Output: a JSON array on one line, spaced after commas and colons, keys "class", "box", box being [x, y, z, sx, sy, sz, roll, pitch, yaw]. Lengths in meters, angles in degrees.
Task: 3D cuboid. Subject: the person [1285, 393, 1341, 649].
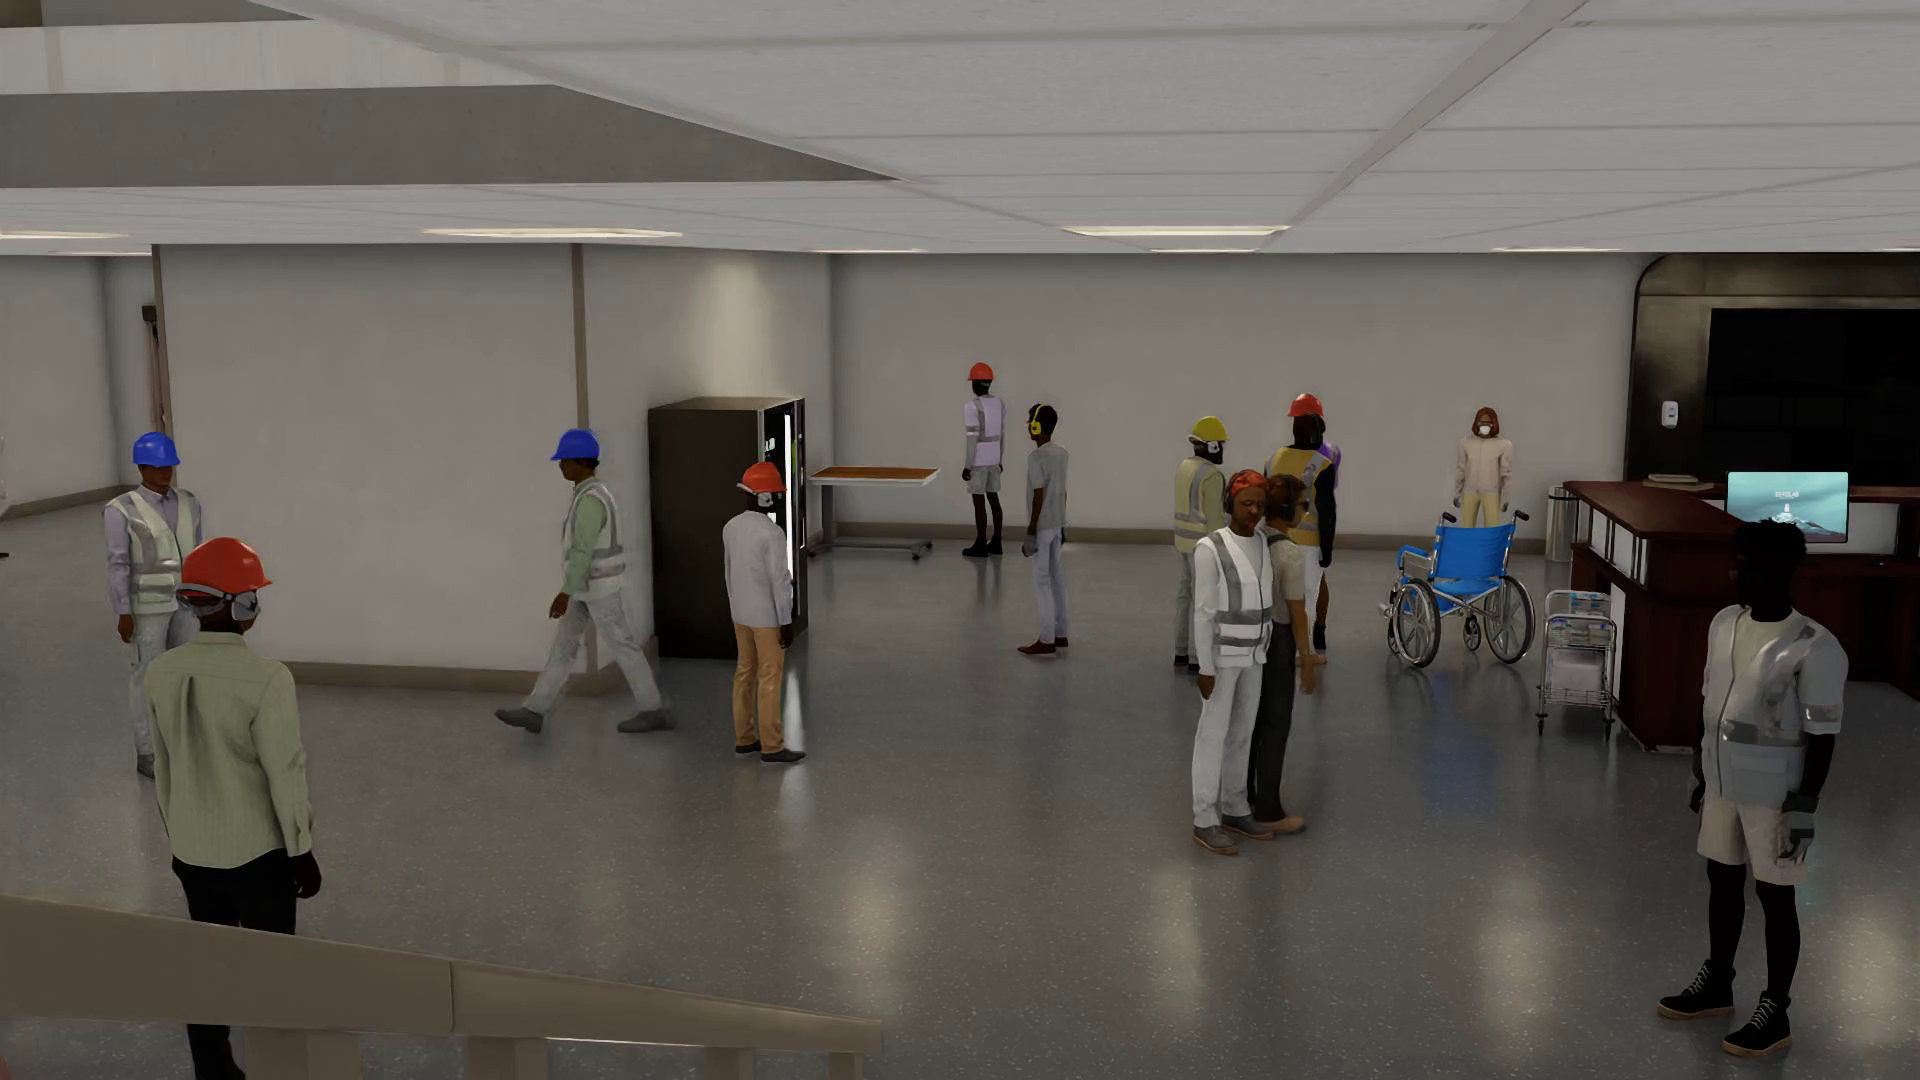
[{"class": "person", "box": [2.562, -0.123, 12.419, 0.544, 1.939, 0.355, -5, 11, -29]}]

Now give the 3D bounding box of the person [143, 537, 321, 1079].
[{"class": "person", "box": [-2.375, 0.980, 5.482, 0.616, 1.989, 0.400, 4, 10, 23]}]

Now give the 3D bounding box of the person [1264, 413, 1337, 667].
[{"class": "person", "box": [2.469, -0.001, 12.018, 0.433, 1.836, 0.617, -7, 11, -37]}]

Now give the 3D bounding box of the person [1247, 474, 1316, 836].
[{"class": "person", "box": [1.575, 0.581, 8.390, 0.356, 1.836, 0.511, -3, 10, -20]}]

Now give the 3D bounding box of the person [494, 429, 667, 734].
[{"class": "person", "box": [-2.297, 0.274, 10.117, 1.041, 1.888, 0.609, -3, 10, -19]}]

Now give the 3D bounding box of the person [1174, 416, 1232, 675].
[{"class": "person", "box": [1.724, 0.039, 11.784, 0.404, 1.826, 0.593, -3, 10, -16]}]

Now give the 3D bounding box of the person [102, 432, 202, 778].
[{"class": "person", "box": [-4.516, 0.355, 9.434, 0.392, 1.946, 0.616, 5, 10, 26]}]

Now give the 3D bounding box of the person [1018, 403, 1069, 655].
[{"class": "person", "box": [0.625, -0.076, 12.342, 0.309, 1.868, 0.534, 6, 11, 32]}]

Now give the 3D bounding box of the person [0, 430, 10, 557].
[{"class": "person", "box": [-9.579, -0.733, 16.309, 0.408, 1.895, 0.648, -7, 12, -38]}]

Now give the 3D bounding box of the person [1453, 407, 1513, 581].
[{"class": "person", "box": [4.732, -0.394, 15.070, 0.504, 1.628, 0.285, 5, 11, 30]}]

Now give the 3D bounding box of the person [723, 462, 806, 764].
[{"class": "person", "box": [-1.139, 0.419, 9.643, 0.330, 1.751, 0.564, -8, 12, -42]}]

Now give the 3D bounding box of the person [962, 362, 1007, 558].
[{"class": "person", "box": [0.214, -0.796, 16.570, 0.370, 1.935, 0.552, 8, 12, 42]}]

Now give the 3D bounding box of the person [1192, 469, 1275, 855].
[{"class": "person", "box": [1.368, 0.587, 8.212, 0.575, 1.882, 0.360, -8, 12, -41]}]

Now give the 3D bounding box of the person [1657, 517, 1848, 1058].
[{"class": "person", "box": [2.905, 0.888, 6.092, 0.367, 1.966, 0.606, -3, 10, -18]}]
